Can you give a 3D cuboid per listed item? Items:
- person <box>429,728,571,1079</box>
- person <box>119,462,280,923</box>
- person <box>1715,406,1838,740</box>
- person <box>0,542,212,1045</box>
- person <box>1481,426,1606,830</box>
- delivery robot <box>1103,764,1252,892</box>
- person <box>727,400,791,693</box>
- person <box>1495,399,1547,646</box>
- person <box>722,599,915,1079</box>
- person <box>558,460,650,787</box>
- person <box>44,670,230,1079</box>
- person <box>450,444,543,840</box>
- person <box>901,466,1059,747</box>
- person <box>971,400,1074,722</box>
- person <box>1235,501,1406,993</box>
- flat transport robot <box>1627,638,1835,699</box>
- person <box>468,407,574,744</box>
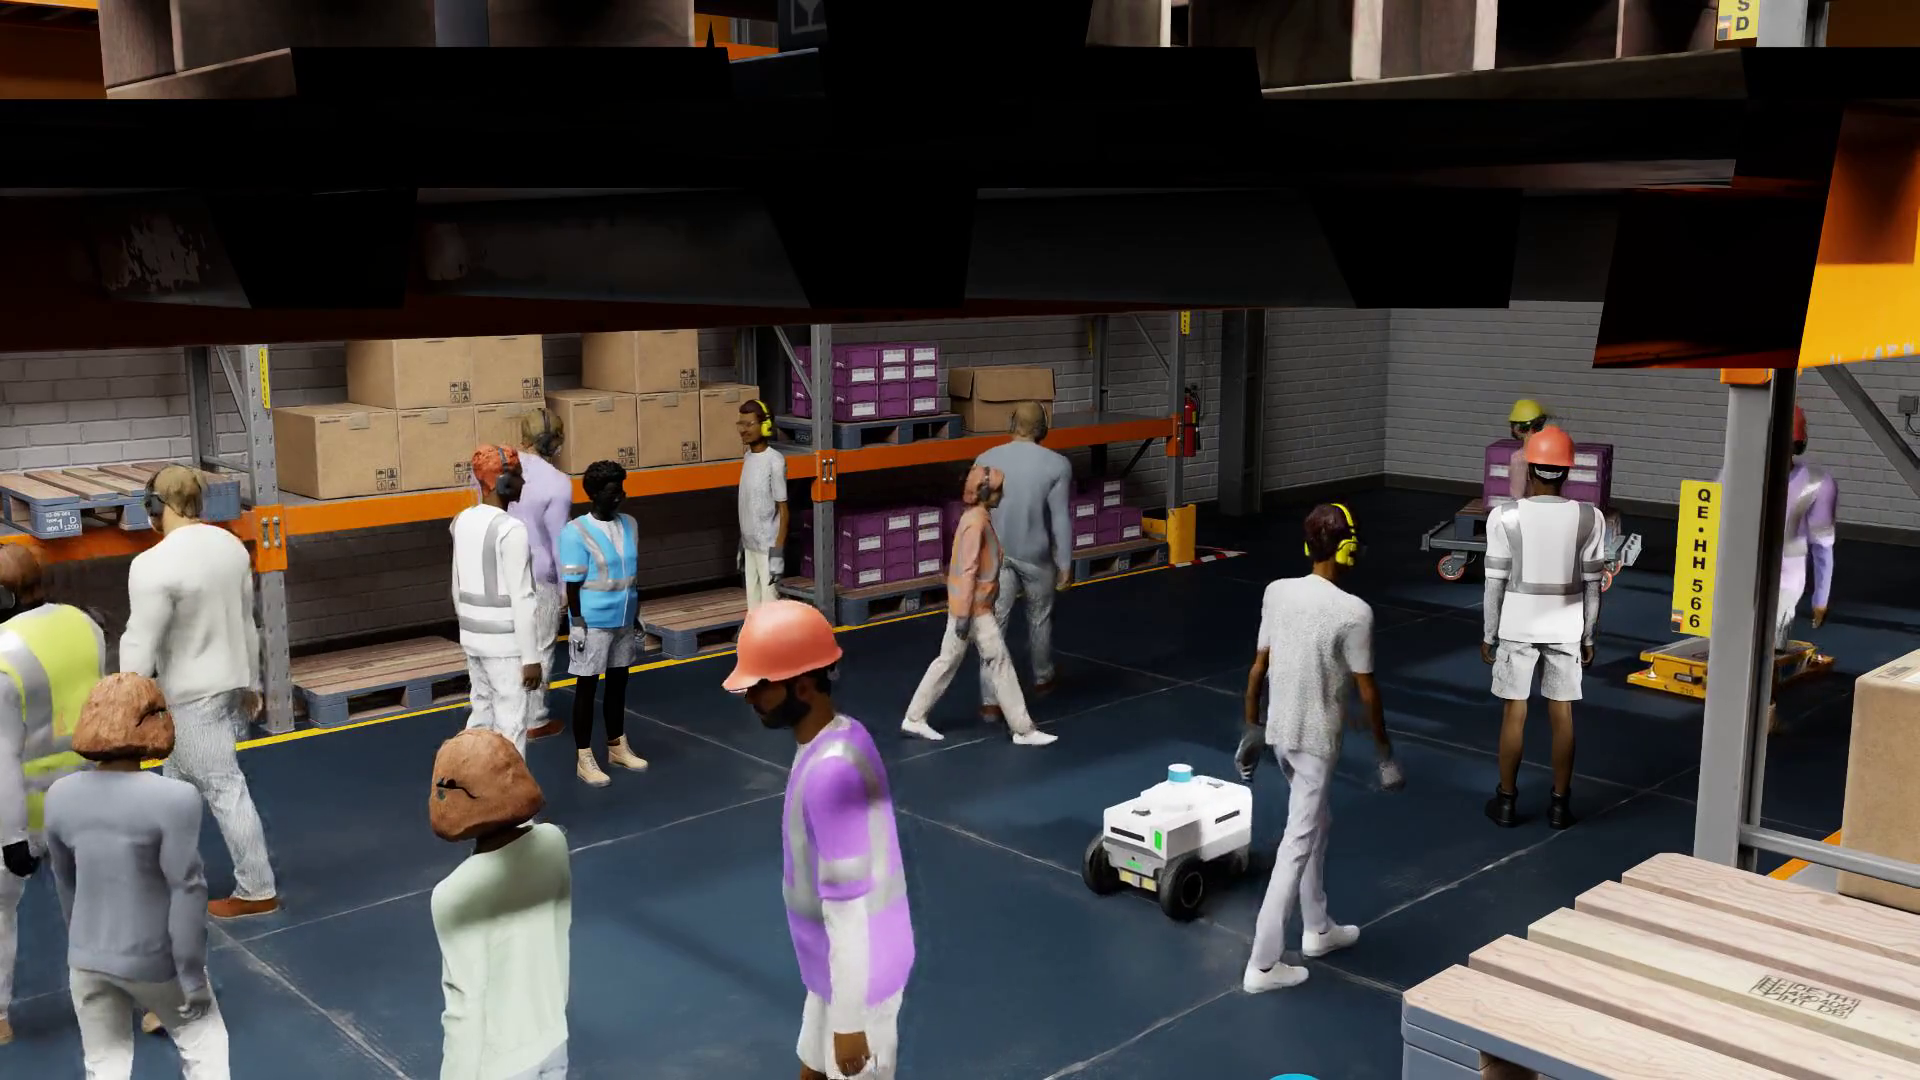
[{"bbox_3d":[-1.097,1.250,4.012,0.275,1.631,0.507,3,10,17],"label":"person"},{"bbox_3d":[-3.240,0.636,6.802,0.913,1.894,0.648,1,10,5],"label":"person"},{"bbox_3d":[4.299,0.237,8.958,1.087,1.979,0.697,-8,13,-40],"label":"person"},{"bbox_3d":[-3.106,0.880,5.709,0.923,1.793,0.621,1,10,7],"label":"person"},{"bbox_3d":[2.766,0.426,7.949,0.546,1.938,0.360,2,10,9],"label":"person"},{"bbox_3d":[0.941,1.207,7.143,0.477,0.478,0.707,9,13,44],"label":"delivery robot"},{"bbox_3d":[-1.239,0.065,10.261,0.319,1.869,0.532,-7,12,-34],"label":"person"},{"bbox_3d":[3.957,-0.103,11.606,0.541,1.754,0.411,-8,12,-38],"label":"person"},{"bbox_3d":[-0.191,1.078,4.261,0.791,1.893,0.580,-1,10,-4],"label":"person"},{"bbox_3d":[-1.852,0.422,8.688,0.319,1.693,0.532,6,11,31],"label":"person"},{"bbox_3d":[-2.239,1.145,4.662,0.518,1.606,0.662,2,10,12],"label":"person"},{"bbox_3d":[-2.129,0.495,7.701,0.583,1.882,0.337,9,13,44],"label":"person"},{"bbox_3d":[0.074,0.371,9.297,0.882,1.585,0.524,0,10,-1],"label":"person"},{"bbox_3d":[0.370,0.102,10.018,0.706,1.868,1.033,3,10,18],"label":"person"},{"bbox_3d":[1.383,0.769,6.249,0.824,1.835,0.527,-5,11,-29],"label":"person"},{"bbox_3d":[4.977,0.787,10.701,1.431,0.197,0.652,-8,13,-38],"label":"flat transport robot"},{"bbox_3d":[-2.415,0.224,9.189,0.662,1.918,0.540,5,11,29],"label":"person"}]
